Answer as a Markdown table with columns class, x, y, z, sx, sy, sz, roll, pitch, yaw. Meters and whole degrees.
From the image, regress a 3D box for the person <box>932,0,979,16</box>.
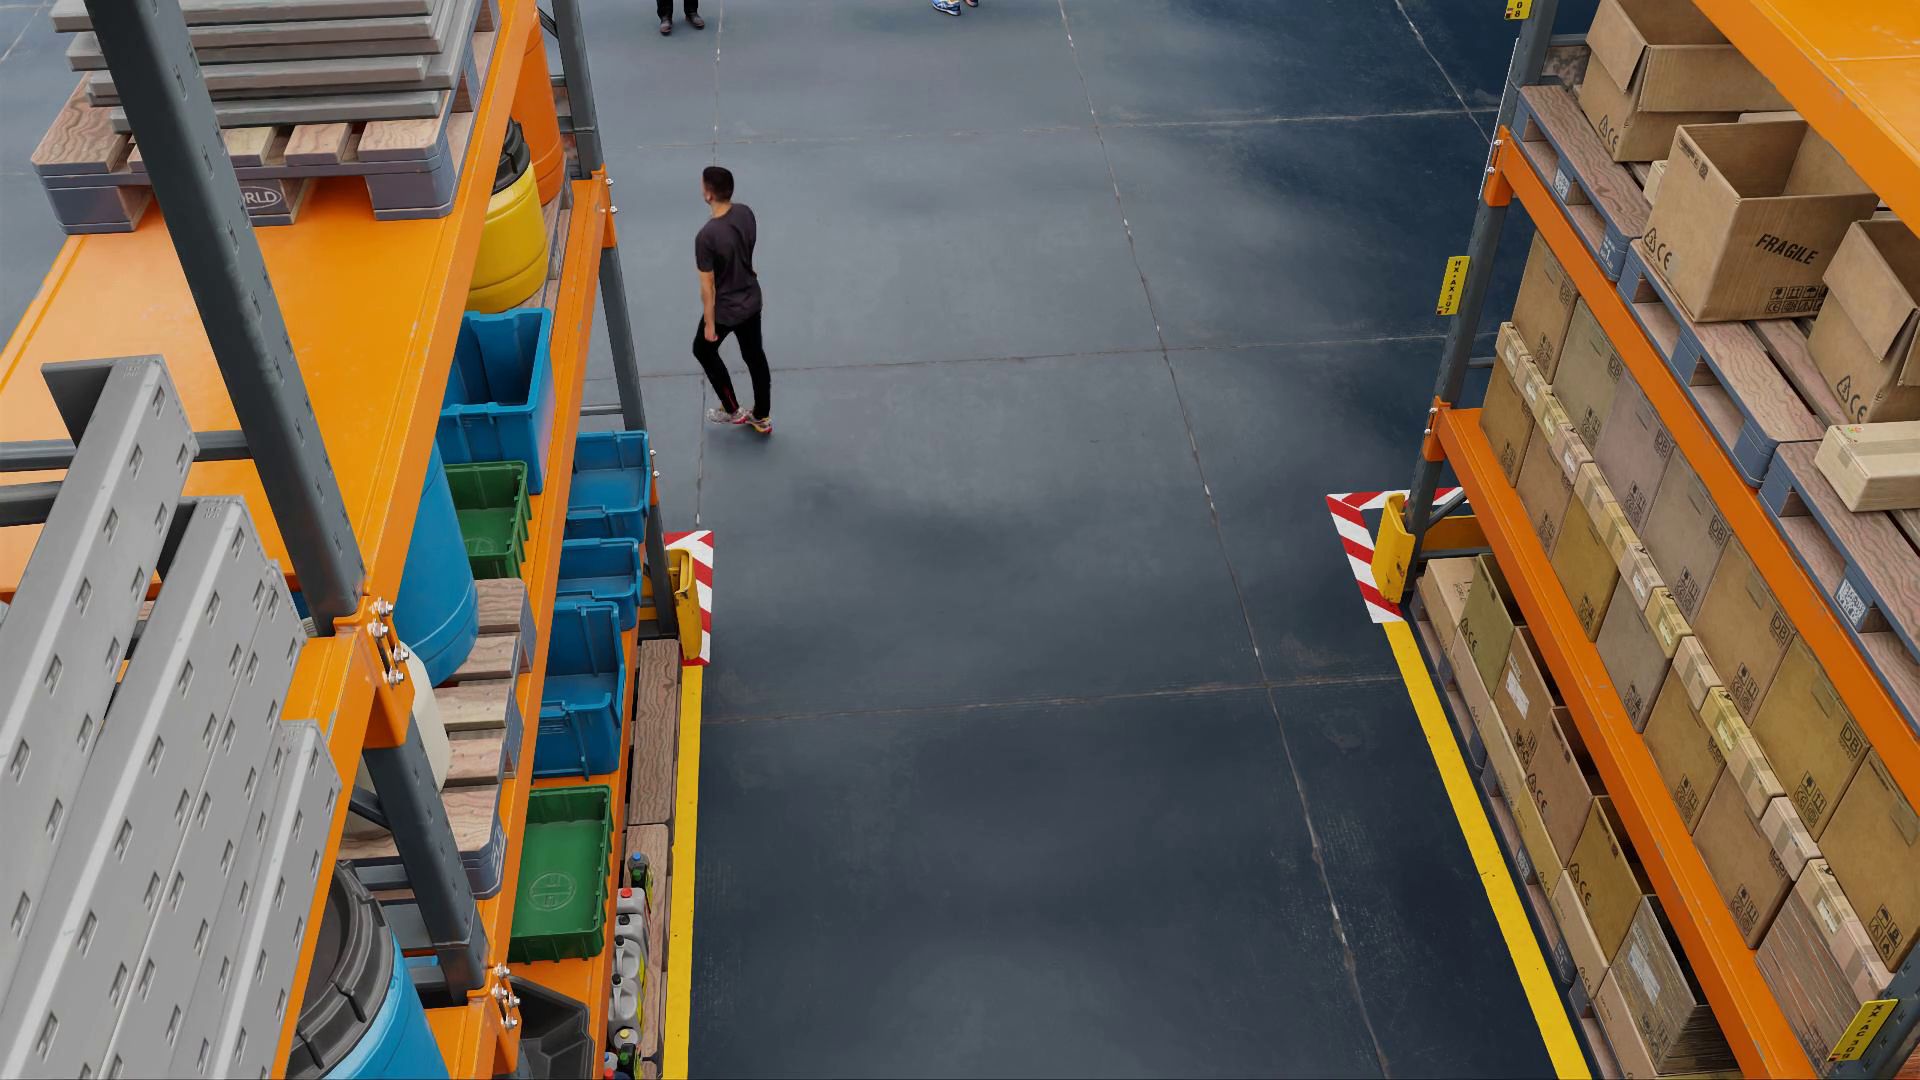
| class | x | y | z | sx | sy | sz | roll | pitch | yaw |
| --- | --- | --- | --- | --- | --- | --- | --- | --- | --- |
| person | -0.026 | -5.422 | 14.107 | 0.702 | 1.866 | 0.739 | -32 | 51 | -30 |

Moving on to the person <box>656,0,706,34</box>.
| class | x | y | z | sx | sy | sz | roll | pitch | yaw |
| --- | --- | --- | --- | --- | --- | --- | --- | --- | --- |
| person | -2.410 | -5.168 | 13.863 | 0.706 | 1.820 | 0.650 | -14 | 44 | -14 |

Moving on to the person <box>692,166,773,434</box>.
| class | x | y | z | sx | sy | sz | roll | pitch | yaw |
| --- | --- | --- | --- | --- | --- | --- | --- | --- | --- |
| person | -1.262 | -1.330 | 9.688 | 0.860 | 1.749 | 0.789 | 25 | 48 | 25 |
